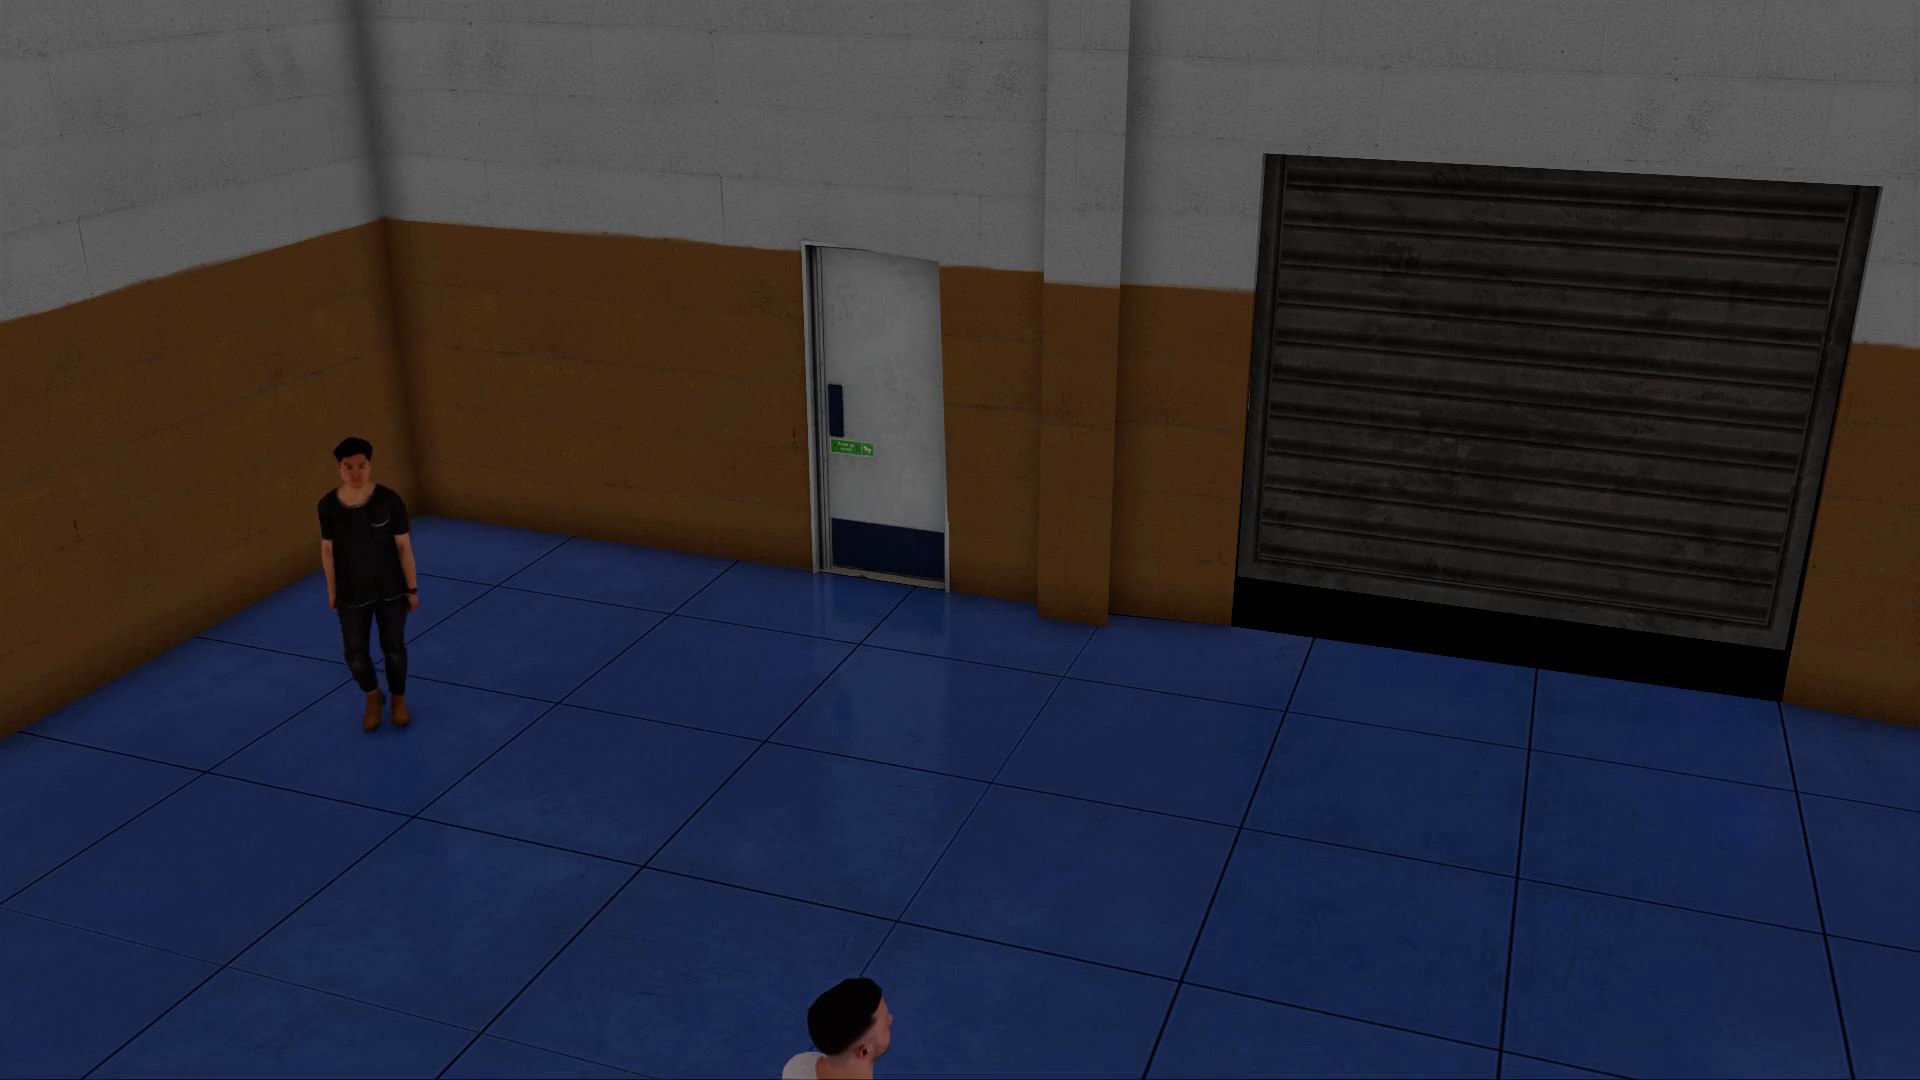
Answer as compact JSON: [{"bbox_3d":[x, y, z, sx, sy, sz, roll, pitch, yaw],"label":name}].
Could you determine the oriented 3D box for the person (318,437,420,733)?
[{"bbox_3d":[-3.255,0.218,9.198,0.703,1.701,0.798,-5,22,-13],"label":"person"}]

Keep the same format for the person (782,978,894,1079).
[{"bbox_3d":[-0.278,1.981,4.623,0.811,1.841,0.675,-19,29,-39],"label":"person"}]
